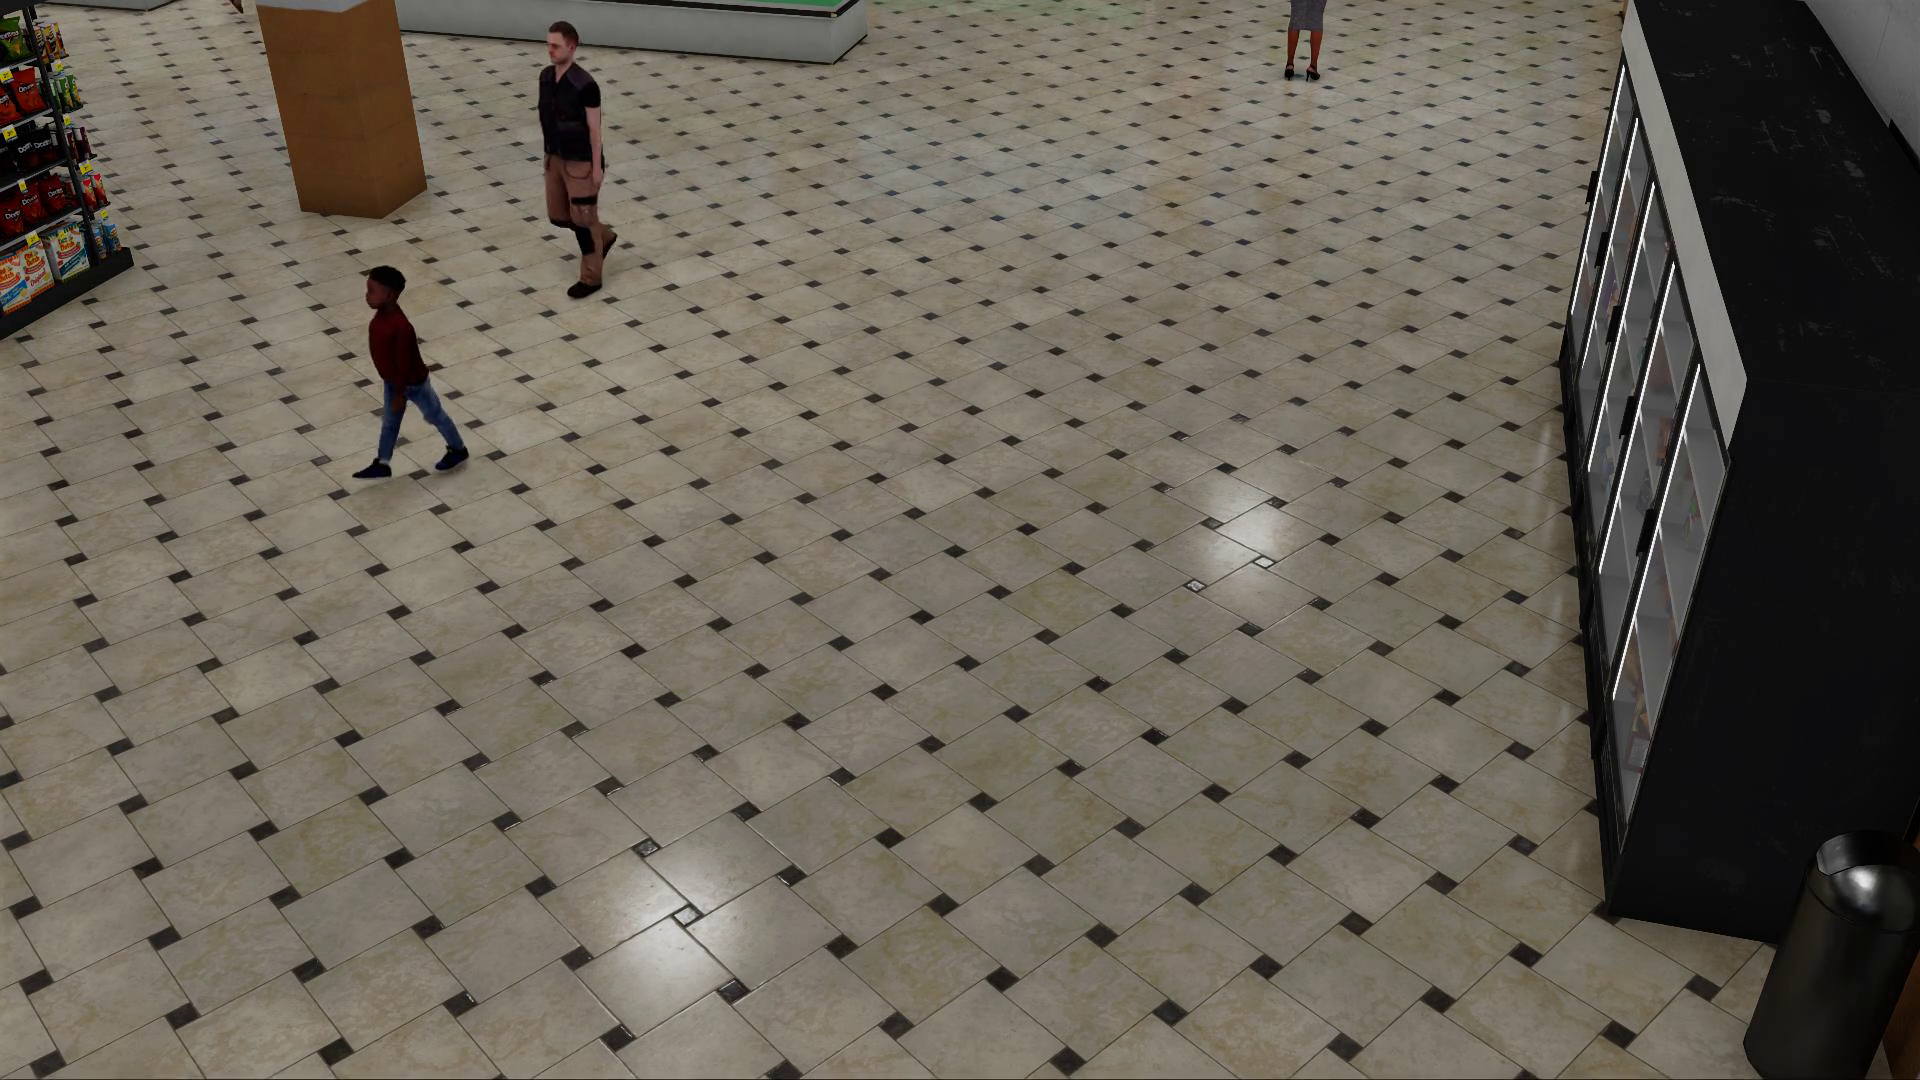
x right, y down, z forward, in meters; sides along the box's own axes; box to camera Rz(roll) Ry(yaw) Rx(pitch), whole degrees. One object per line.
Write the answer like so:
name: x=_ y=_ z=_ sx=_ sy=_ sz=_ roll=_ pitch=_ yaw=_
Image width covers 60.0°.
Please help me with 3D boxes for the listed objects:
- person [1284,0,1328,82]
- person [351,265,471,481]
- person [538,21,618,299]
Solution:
person: x=3.229 y=-5.138 z=15.330 sx=0.480 sy=1.781 sz=0.660 roll=12 pitch=34 yaw=18
person: x=-2.952 y=-0.851 z=9.066 sx=0.861 sy=1.121 sz=0.873 roll=-24 pitch=39 yaw=-33
person: x=-2.517 y=-2.573 z=11.166 sx=0.897 sy=1.827 sz=0.920 roll=23 pitch=38 yaw=32
